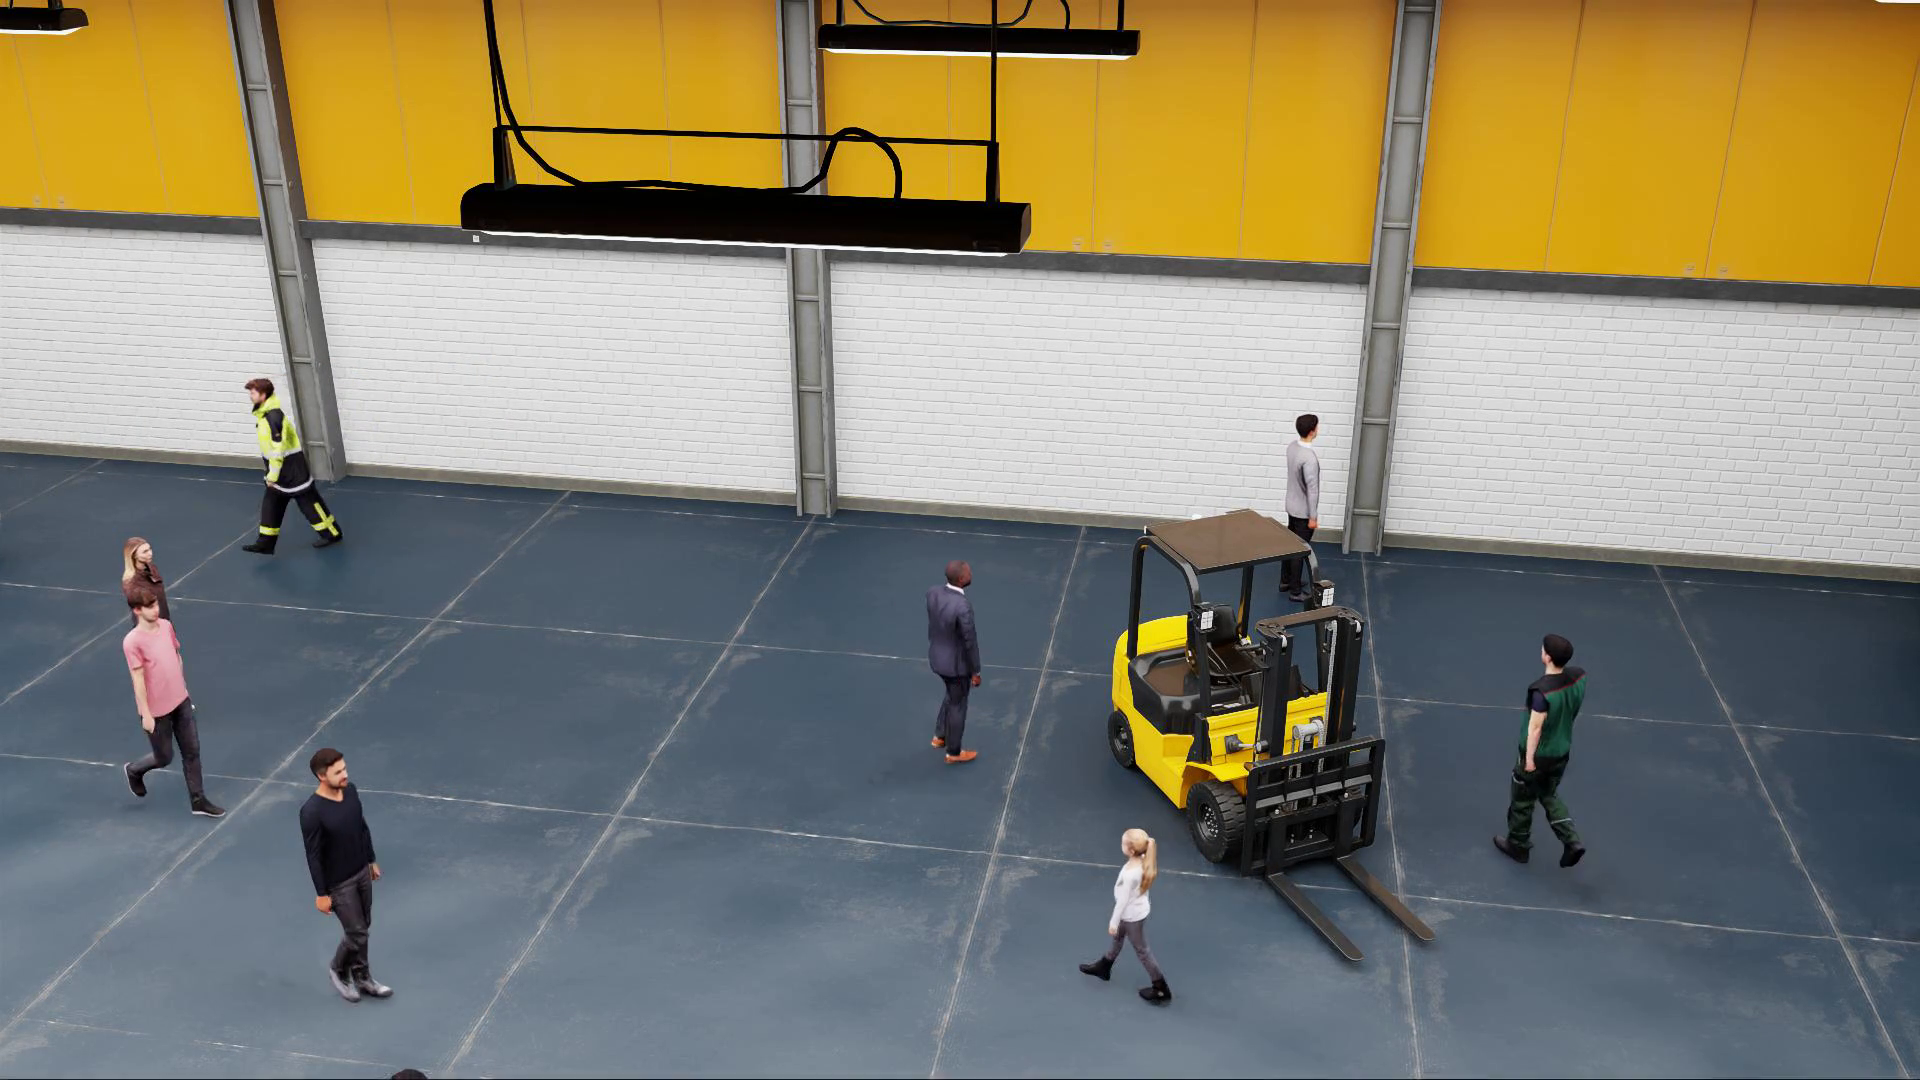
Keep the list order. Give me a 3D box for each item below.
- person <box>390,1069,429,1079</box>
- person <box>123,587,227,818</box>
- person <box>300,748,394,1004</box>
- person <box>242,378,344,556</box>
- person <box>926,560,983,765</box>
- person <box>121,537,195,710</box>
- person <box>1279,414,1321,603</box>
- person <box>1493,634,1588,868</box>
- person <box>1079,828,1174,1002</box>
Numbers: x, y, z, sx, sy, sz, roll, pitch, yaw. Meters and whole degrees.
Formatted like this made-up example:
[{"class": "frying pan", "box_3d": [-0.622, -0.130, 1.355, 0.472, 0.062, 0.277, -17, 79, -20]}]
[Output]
[{"class": "person", "box_3d": [-2.934, 3.334, 8.892, 0.723, 1.211, 0.609, 10, 26, 22]}, {"class": "person", "box_3d": [-6.163, 1.254, 12.737, 1.085, 1.941, 0.723, 7, 25, 15]}, {"class": "person", "box_3d": [-4.054, 2.165, 10.752, 0.700, 1.862, 0.696, 8, 25, 17]}, {"class": "person", "box_3d": [-6.936, -0.762, 17.364, 1.309, 1.929, 1.299, -19, 30, -37]}, {"class": "person", "box_3d": [-0.120, 1.015, 13.450, 0.858, 1.808, 0.796, -16, 28, -32]}, {"class": "person", "box_3d": [-6.880, 0.762, 14.159, 0.551, 1.705, 0.634, 1, 24, 1]}, {"class": "person", "box_3d": [3.360, -0.336, 16.398, 0.762, 1.923, 0.823, -4, 24, -9]}, {"class": "person", "box_3d": [4.321, 1.573, 12.077, 1.022, 1.885, 1.071, -14, 27, -30]}, {"class": "person", "box_3d": [1.190, 2.465, 10.835, 0.935, 1.246, 0.635, 10, 26, 22]}]
